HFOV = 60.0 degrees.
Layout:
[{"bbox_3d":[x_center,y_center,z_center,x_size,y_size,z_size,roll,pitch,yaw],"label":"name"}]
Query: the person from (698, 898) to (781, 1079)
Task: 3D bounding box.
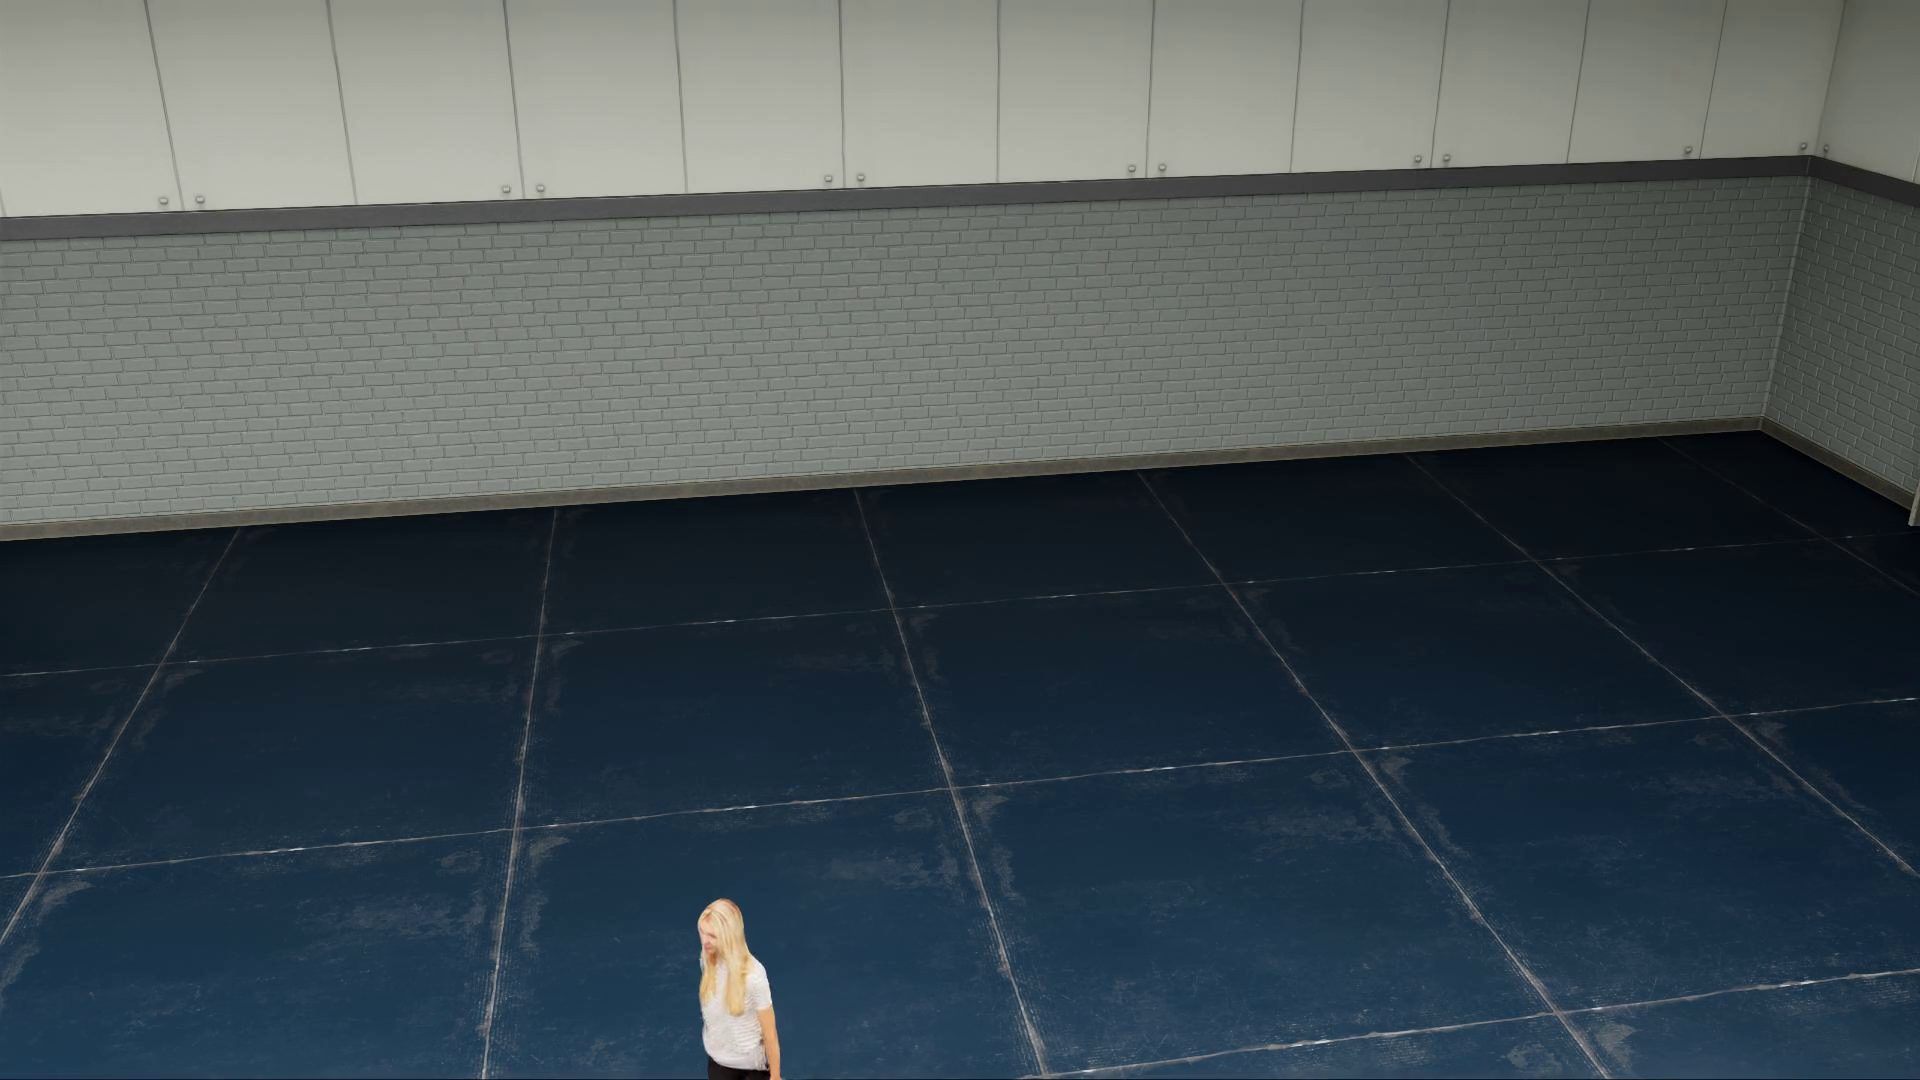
[{"bbox_3d":[-0.964,2.419,7.859,0.929,1.812,1.004,16,28,33],"label":"person"}]
